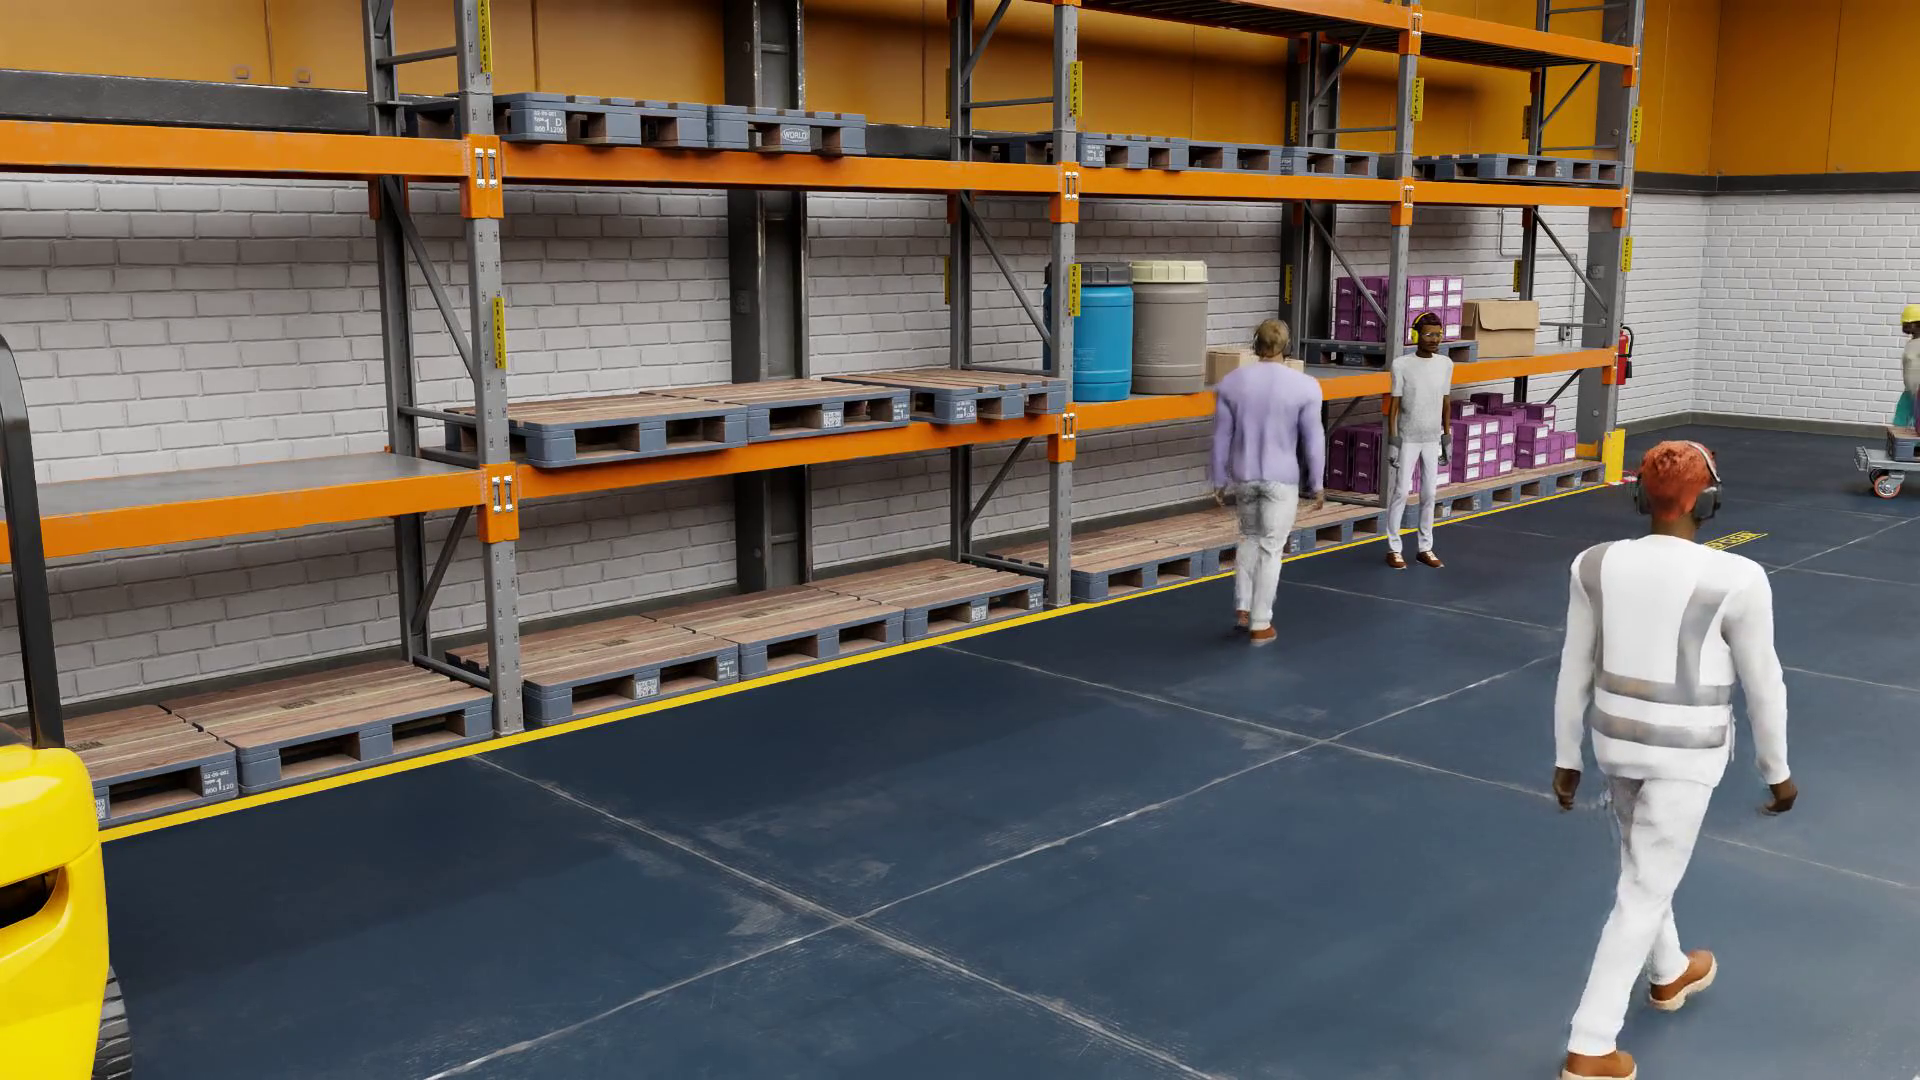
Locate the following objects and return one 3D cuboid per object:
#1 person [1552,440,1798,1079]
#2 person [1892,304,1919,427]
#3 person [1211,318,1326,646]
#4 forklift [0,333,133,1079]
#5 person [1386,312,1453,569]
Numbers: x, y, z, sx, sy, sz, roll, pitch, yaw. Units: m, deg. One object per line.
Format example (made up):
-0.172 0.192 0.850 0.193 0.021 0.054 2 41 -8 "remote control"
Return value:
2.036 0.628 4.819 1.005 1.833 0.593 -7 13 -35 "person"
9.561 -1.466 16.469 0.726 1.732 0.539 2 11 9 "person"
1.839 -0.345 9.847 0.646 1.919 0.569 6 12 32 "person"
-3.289 0.485 4.582 1.214 2.155 2.313 -10 14 -44 "forklift"
3.329 -0.713 12.032 0.514 1.862 0.325 -3 11 -14 "person"
